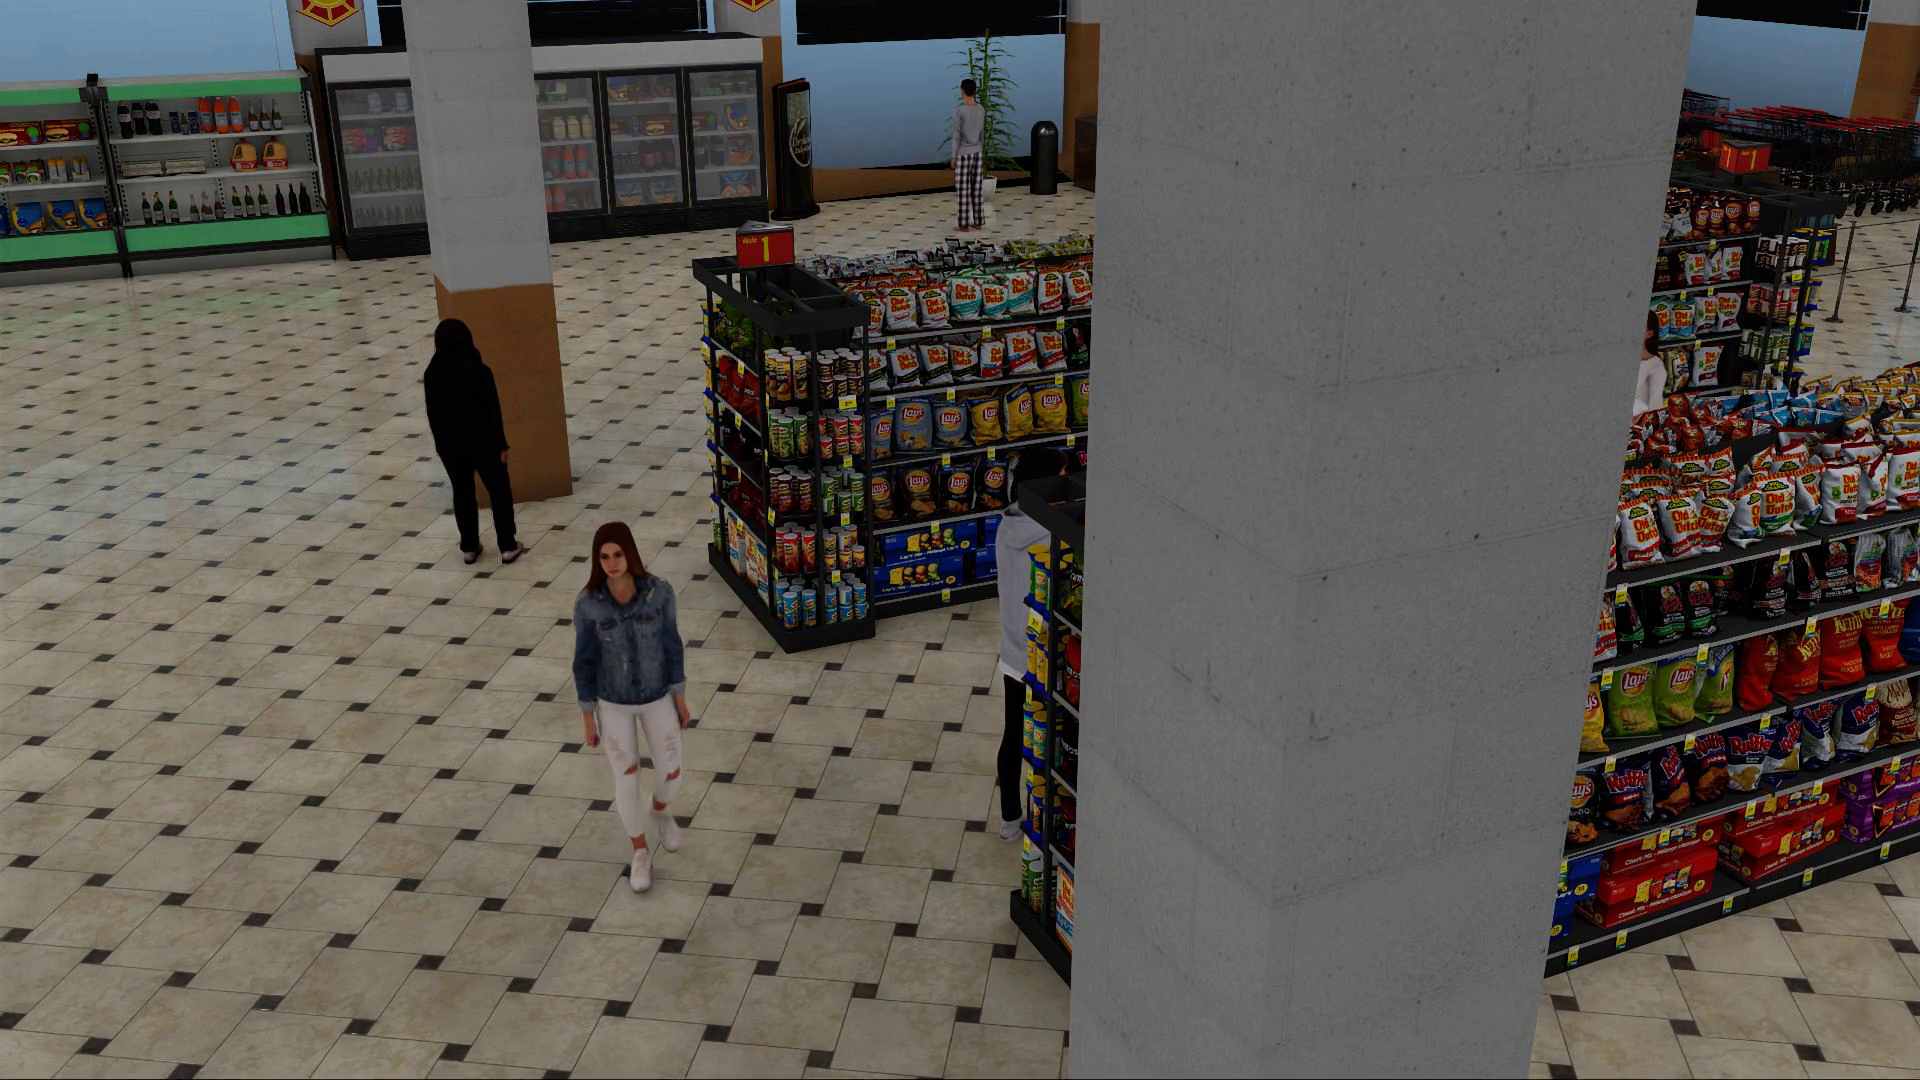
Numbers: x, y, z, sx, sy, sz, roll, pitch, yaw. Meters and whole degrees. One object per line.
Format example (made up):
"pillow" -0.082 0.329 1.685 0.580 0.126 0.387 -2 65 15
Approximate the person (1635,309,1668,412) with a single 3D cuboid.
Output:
"person" 4.213 -0.646 10.568 0.582 1.689 0.628 -14 26 -31

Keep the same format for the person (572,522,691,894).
"person" -1.422 0.681 7.255 0.710 1.695 0.762 -6 23 -14

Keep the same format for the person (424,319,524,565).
"person" -3.135 -0.592 10.543 0.755 1.606 0.859 3 22 8

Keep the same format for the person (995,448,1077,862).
"person" 0.337 0.510 7.364 0.685 1.931 0.732 -16 27 -35

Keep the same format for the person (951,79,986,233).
"person" 0.113 -4.762 20.596 0.533 1.847 0.722 -15 26 -33
